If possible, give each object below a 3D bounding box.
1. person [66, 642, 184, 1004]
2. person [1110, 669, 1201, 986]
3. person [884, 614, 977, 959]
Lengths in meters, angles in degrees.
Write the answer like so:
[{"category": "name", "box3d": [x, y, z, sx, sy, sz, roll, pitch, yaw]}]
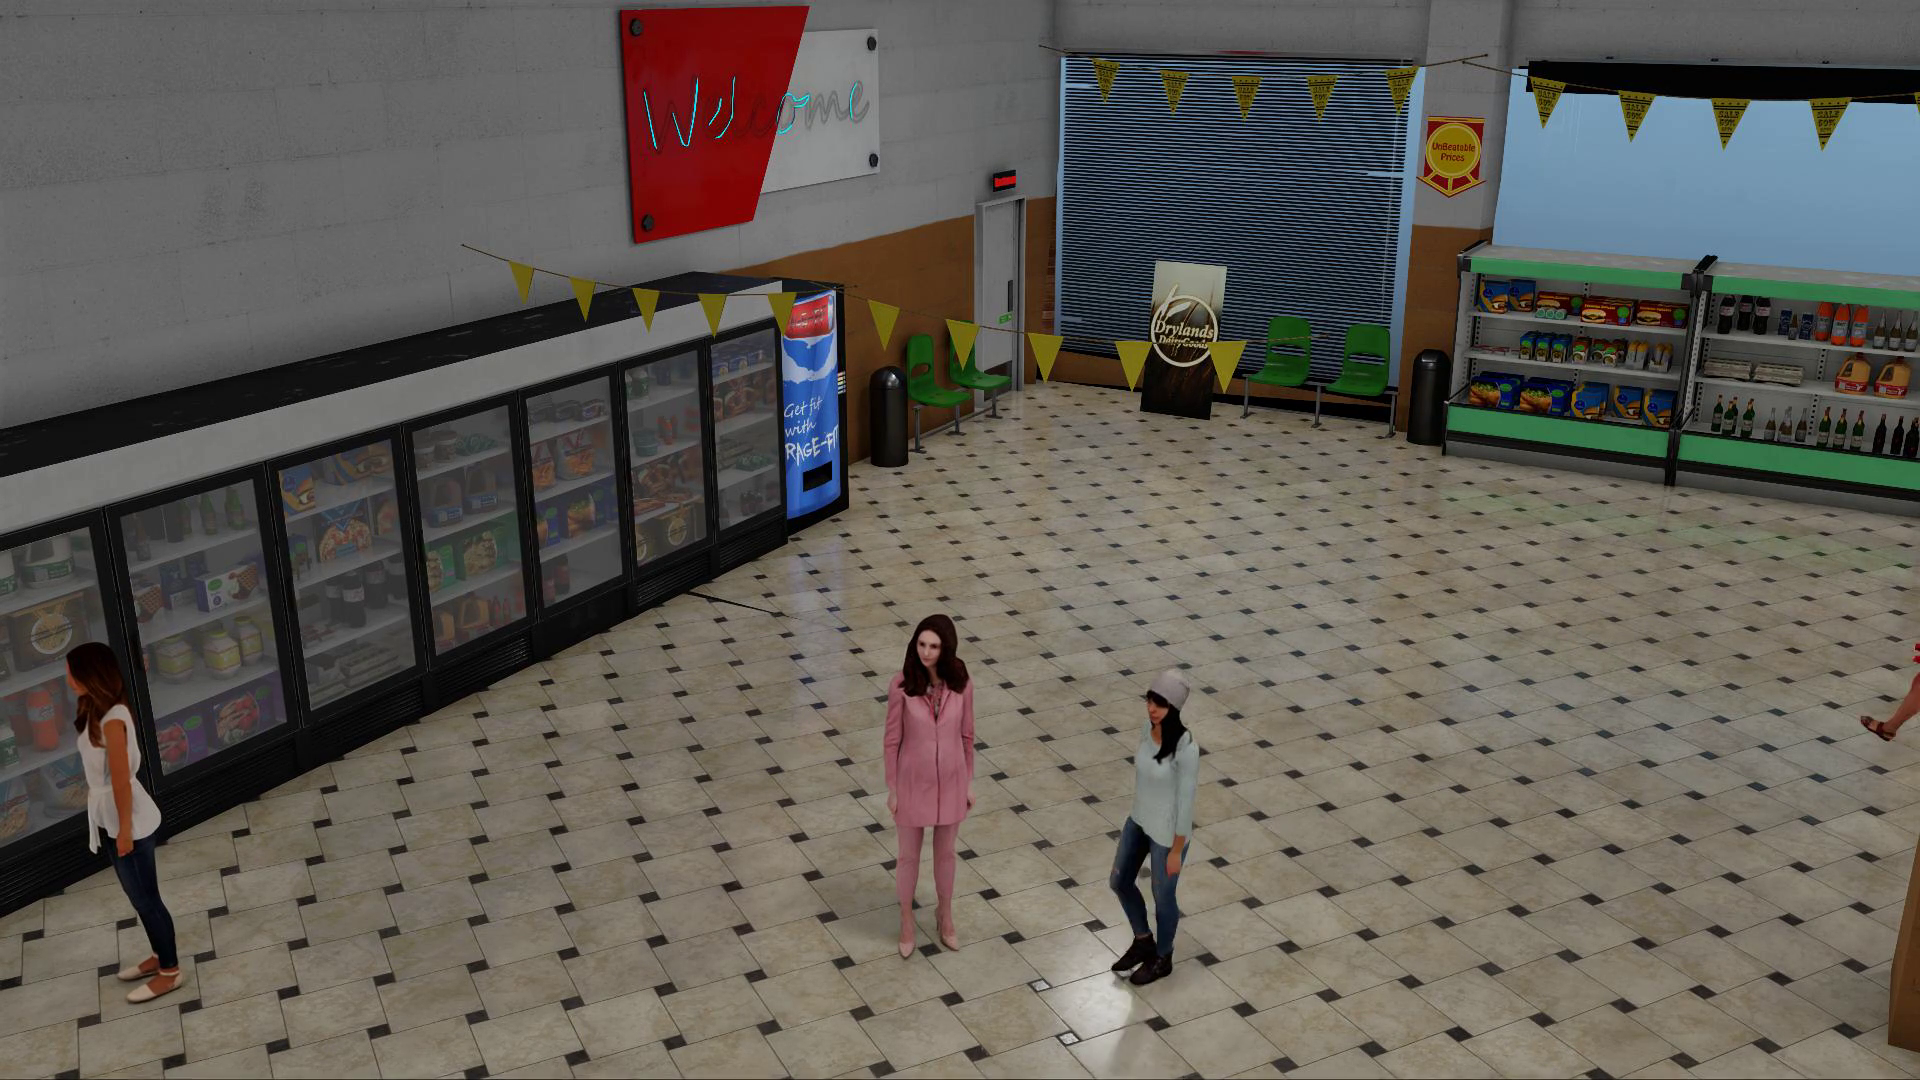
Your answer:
[{"category": "person", "box3d": [-3.929, 1.319, 7.876, 0.721, 1.782, 0.581, -15, 24, -37]}, {"category": "person", "box3d": [1.011, 1.361, 7.967, 0.757, 1.645, 0.653, -11, 21, -29]}, {"category": "person", "box3d": [-0.145, 1.197, 8.209, 0.668, 1.800, 0.744, -4, 19, -11]}]
